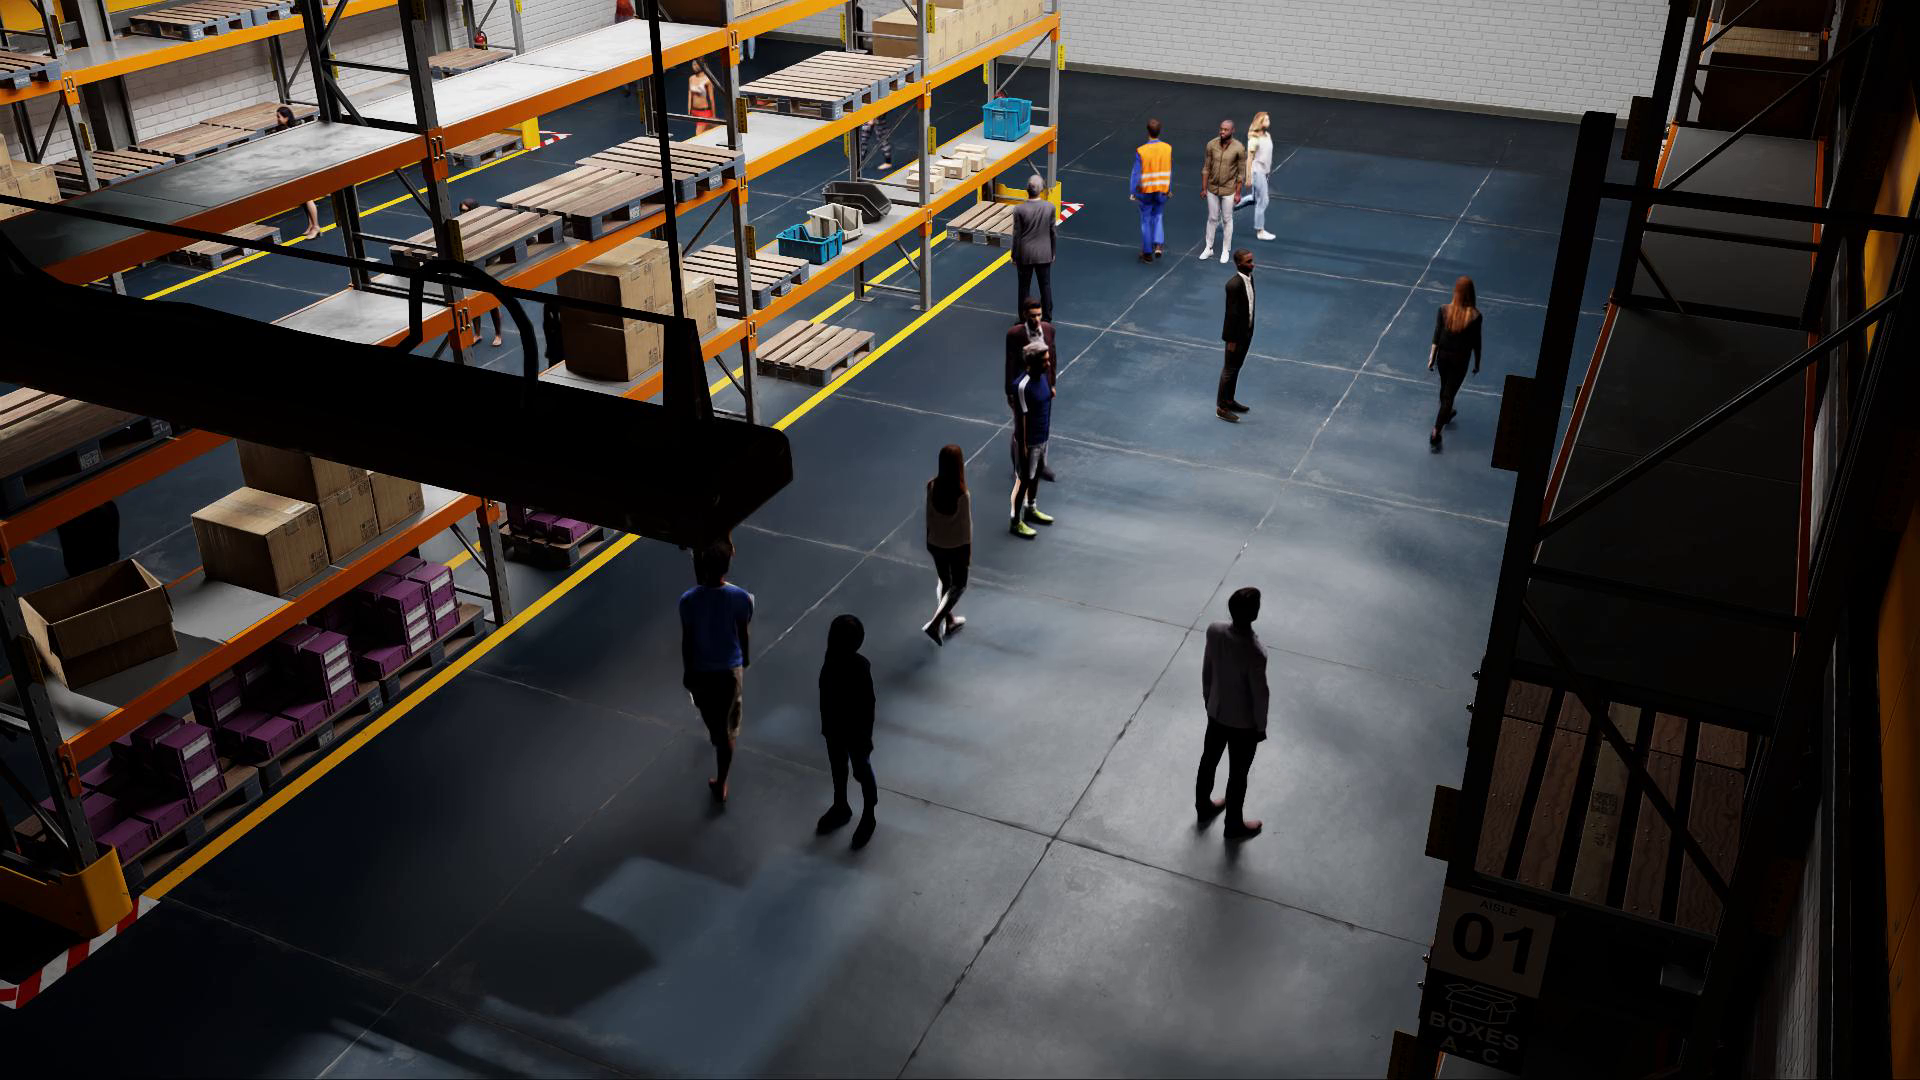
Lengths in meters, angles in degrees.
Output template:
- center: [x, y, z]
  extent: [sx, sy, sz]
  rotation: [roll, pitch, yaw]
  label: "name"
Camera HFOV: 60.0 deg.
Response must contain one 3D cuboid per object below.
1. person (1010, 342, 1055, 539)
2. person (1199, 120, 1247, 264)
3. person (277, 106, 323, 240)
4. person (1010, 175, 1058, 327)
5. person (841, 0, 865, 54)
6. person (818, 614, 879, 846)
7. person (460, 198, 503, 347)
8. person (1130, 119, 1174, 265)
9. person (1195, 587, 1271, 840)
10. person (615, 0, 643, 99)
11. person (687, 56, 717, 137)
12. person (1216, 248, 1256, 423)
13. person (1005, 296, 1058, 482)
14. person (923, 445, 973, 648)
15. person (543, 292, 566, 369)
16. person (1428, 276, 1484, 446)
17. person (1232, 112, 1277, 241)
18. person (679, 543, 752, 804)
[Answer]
- center: [0.638, -0.923, 14.850]
  extent: [0.695, 1.834, 0.493]
  rotation: [15, 32, 25]
  label: "person"
- center: [3.383, -4.518, 21.450]
  extent: [0.715, 1.825, 0.558]
  rotation: [13, 31, 23]
  label: "person"
- center: [-8.834, -4.905, 22.218]
  extent: [0.797, 1.769, 0.769]
  rotation: [-18, 34, -30]
  label: "person"
- center: [0.853, -3.313, 19.222]
  extent: [0.805, 1.842, 0.824]
  rotation: [-5, 29, -10]
  label: "person"
- center: [-1.834, -8.718, 29.247]
  extent: [1.026, 1.733, 0.950]
  rotation: [-22, 36, -35]
  label: "person"
- center: [-0.739, 1.233, 11.035]
  extent: [0.610, 1.702, 0.588]
  rotation: [19, 34, 31]
  label: "person"
- center: [-5.458, -3.046, 18.876]
  extent: [0.649, 1.705, 0.619]
  rotation: [4, 29, 7]
  label: "person"
- center: [2.486, -4.418, 21.233]
  extent: [0.890, 1.857, 0.945]
  rotation: [-7, 29, -13]
  label: "person"
- center: [1.811, 1.131, 11.067]
  extent: [0.733, 1.850, 0.758]
  rotation: [-21, 35, -33]
  label: "person"
- center: [-5.782, -8.646, 29.065]
  extent: [0.635, 1.779, 0.587]
  rotation: [4, 29, 7]
  label: "person"
- center: [-3.795, -6.330, 24.854]
  extent: [0.732, 1.747, 1.203]
  rotation: [18, 33, 30]
  label: "person"
- center: [2.844, -2.121, 17.081]
  extent: [0.733, 1.799, 0.518]
  rotation: [16, 32, 26]
  label: "person"
- center: [0.679, -1.452, 15.793]
  extent: [0.767, 1.858, 0.834]
  rotation: [-11, 30, -19]
  label: "person"
- center: [-0.142, 0.079, 13.163]
  extent: [0.674, 1.690, 0.903]
  rotation: [18, 34, 30]
  label: "person"
- center: [-4.009, -1.713, 16.609]
  extent: [0.550, 1.537, 0.915]
  rotation: [12, 31, 21]
  label: "person"
- center: [4.876, -1.739, 16.521]
  extent: [0.713, 1.666, 1.161]
  rotation: [16, 33, 27]
  label: "person"
- center: [3.910, -4.877, 22.231]
  extent: [0.735, 1.706, 0.972]
  rotation: [16, 33, 27]
  label: "person"
- center: [-1.662, 0.951, 11.439]
  extent: [1.070, 1.810, 1.319]
  rotation: [-3, 29, -6]
  label: "person"
